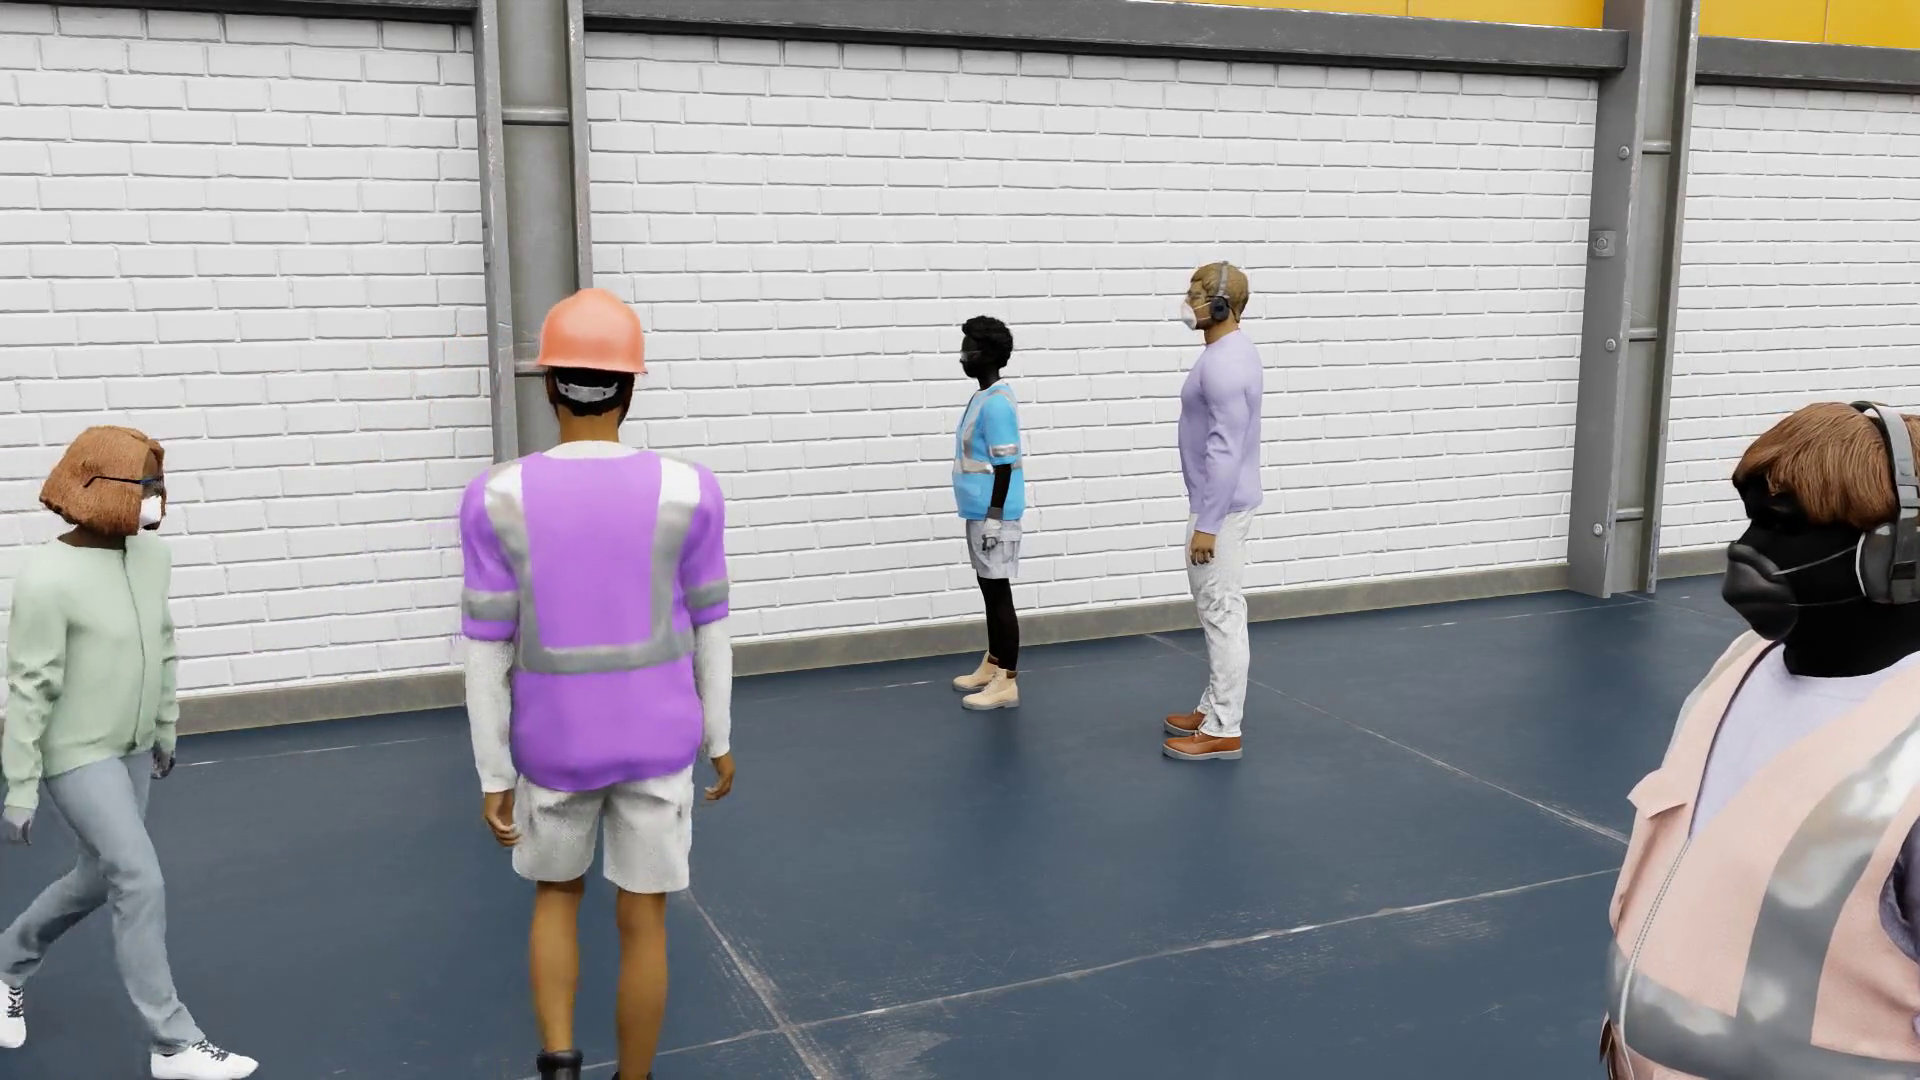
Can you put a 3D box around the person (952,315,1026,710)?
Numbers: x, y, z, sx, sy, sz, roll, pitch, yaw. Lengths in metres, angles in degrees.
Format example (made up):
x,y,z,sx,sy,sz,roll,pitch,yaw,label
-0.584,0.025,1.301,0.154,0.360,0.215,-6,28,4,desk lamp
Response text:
x,y,z,sx,sy,sz,roll,pitch,yaw,label
0.121,-0.119,7.206,0.316,1.696,0.542,-1,10,-6,person

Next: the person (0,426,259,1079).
x,y,z,sx,sy,sz,roll,pitch,yaw,label
-2.122,0.515,3.997,0.758,1.600,0.528,1,10,6,person

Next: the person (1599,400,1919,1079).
x,y,z,sx,sy,sz,roll,pitch,yaw,label
0.992,0.753,2.000,0.430,1.845,0.620,0,10,-2,person

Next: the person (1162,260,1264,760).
x,y,z,sx,sy,sz,roll,pitch,yaw,label
0.993,-0.111,6.493,0.372,1.940,0.631,2,10,10,person

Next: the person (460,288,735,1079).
x,y,z,sx,sy,sz,roll,pitch,yaw,label
-0.764,0.426,3.585,0.550,1.917,0.391,-1,10,-7,person
